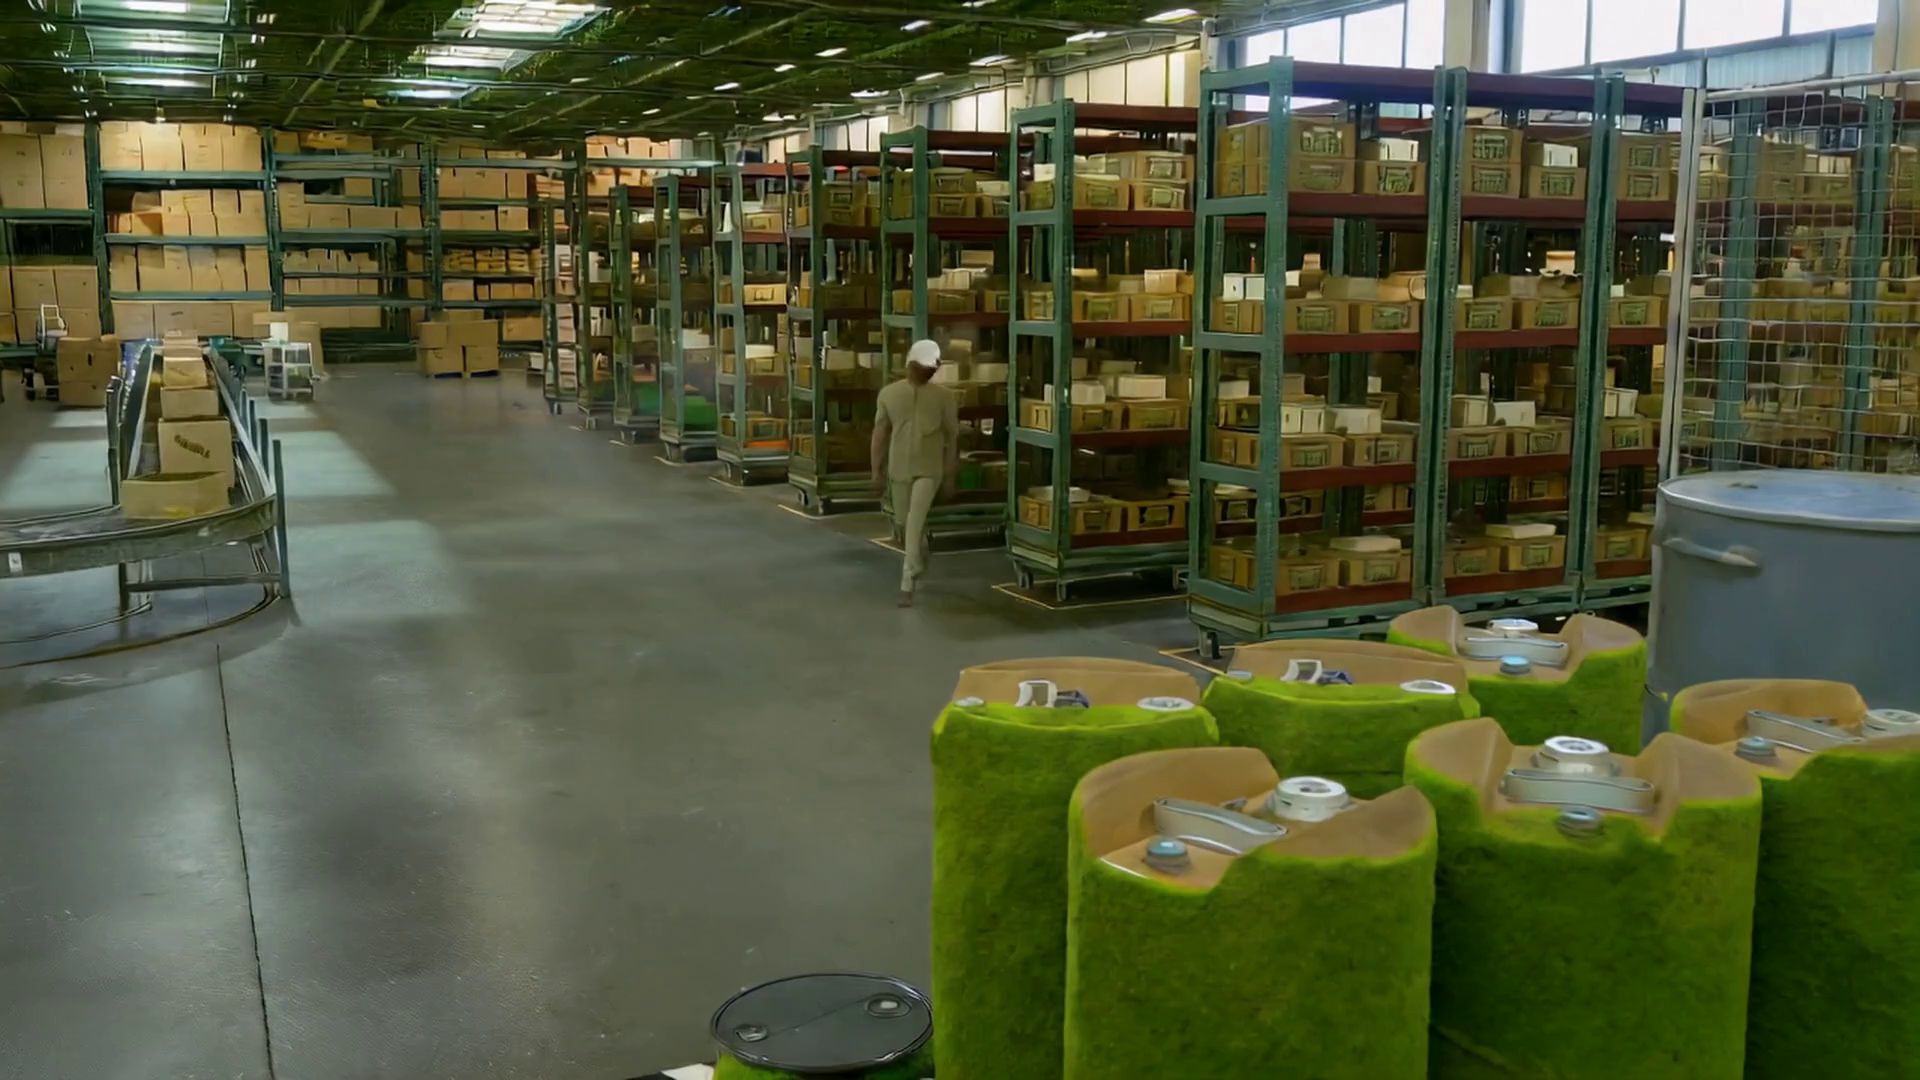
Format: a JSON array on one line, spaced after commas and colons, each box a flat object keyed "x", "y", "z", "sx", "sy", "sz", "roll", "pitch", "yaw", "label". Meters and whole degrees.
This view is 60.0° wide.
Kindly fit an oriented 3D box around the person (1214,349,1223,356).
[{"x": 3.450, "y": -2.243, "z": 23.246, "sx": 0.590, "sy": 1.833, "sz": 0.404, "roll": 5, "pitch": 11, "yaw": 30, "label": "person"}]

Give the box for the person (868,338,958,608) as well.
[{"x": -0.319, "y": -0.523, "z": 12.251, "sx": 0.634, "sy": 1.939, "sz": 0.948, "roll": 2, "pitch": 9, "yaw": 12, "label": "person"}]

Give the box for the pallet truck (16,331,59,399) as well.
[{"x": -17.082, "y": -3.353, "z": 31.781, "sx": 1.630, "sy": 1.274, "sz": 0.653, "roll": -4, "pitch": 10, "yaw": -25, "label": "pallet truck"}]

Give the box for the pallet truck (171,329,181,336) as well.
[{"x": -17.275, "y": -3.851, "z": 35.096, "sx": 1.601, "sy": 1.201, "sz": 0.680, "roll": 0, "pitch": 9, "yaw": 1, "label": "pallet truck"}]
